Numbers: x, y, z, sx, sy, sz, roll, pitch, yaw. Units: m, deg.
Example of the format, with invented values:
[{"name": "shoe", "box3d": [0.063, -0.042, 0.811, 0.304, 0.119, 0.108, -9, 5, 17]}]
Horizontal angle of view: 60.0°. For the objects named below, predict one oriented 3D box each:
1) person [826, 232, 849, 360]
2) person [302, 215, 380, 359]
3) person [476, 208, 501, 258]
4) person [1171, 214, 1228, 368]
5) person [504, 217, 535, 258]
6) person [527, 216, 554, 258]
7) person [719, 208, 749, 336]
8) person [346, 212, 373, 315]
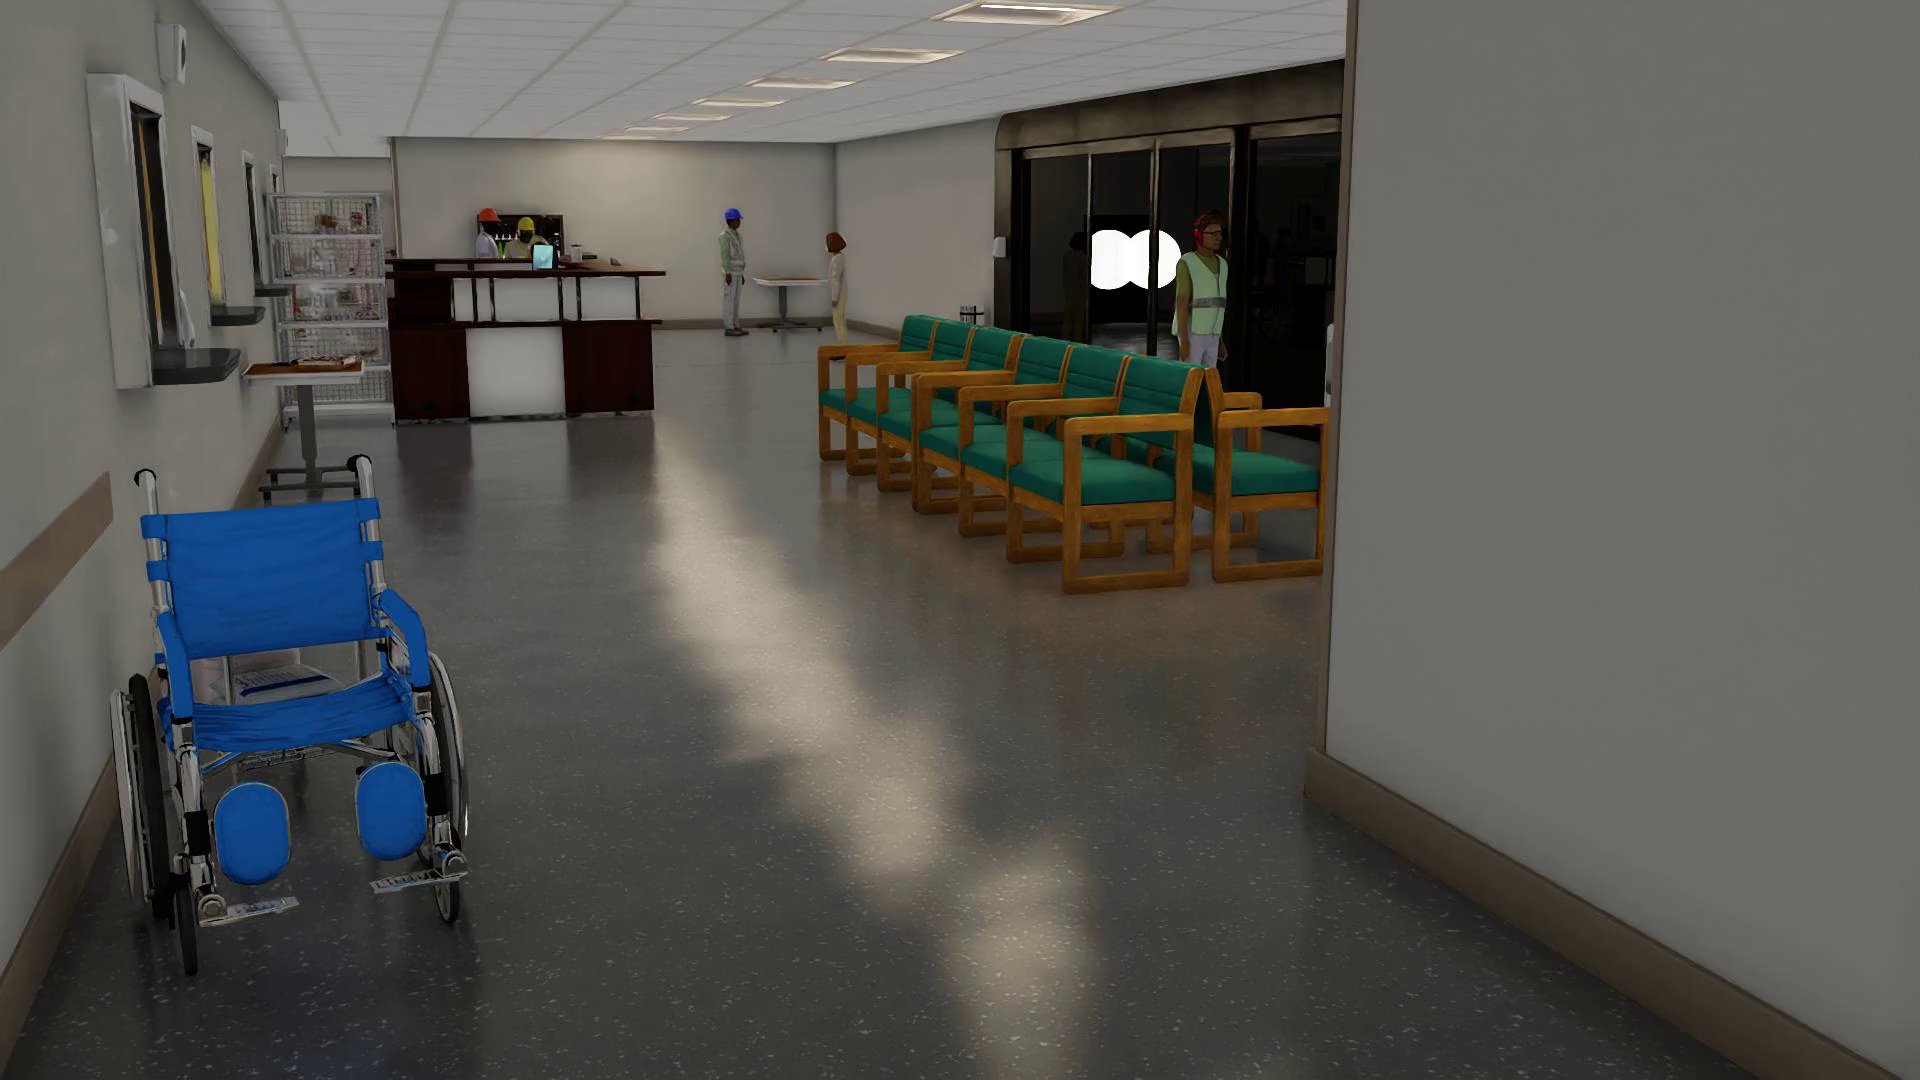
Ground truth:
[{"name": "person", "box3d": [-1.569, -3.104, 21.255, 0.285, 1.628, 0.504, 1, 11, 3]}, {"name": "person", "box3d": [-7.734, -3.088, 20.600, 0.990, 1.833, 0.575, -3, 11, -14]}, {"name": "person", "box3d": [-6.525, -3.631, 23.136, 0.360, 1.939, 0.543, -2, 11, -11]}, {"name": "person", "box3d": [1.797, -1.507, 12.479, 0.395, 1.847, 0.564, 10, 15, 41]}, {"name": "person", "box3d": [-5.775, -3.394, 22.234, 0.598, 1.824, 0.403, -5, 12, -25]}, {"name": "person", "box3d": [-5.400, -3.276, 21.606, 0.431, 1.834, 0.625, -2, 11, -8]}, {"name": "person", "box3d": [-3.485, -4.108, 25.555, 0.380, 1.951, 0.605, 3, 11, 13]}, {"name": "person", "box3d": [-11.000, -5.035, 30.427, 0.407, 1.910, 0.638, 1, 11, 7]}]
